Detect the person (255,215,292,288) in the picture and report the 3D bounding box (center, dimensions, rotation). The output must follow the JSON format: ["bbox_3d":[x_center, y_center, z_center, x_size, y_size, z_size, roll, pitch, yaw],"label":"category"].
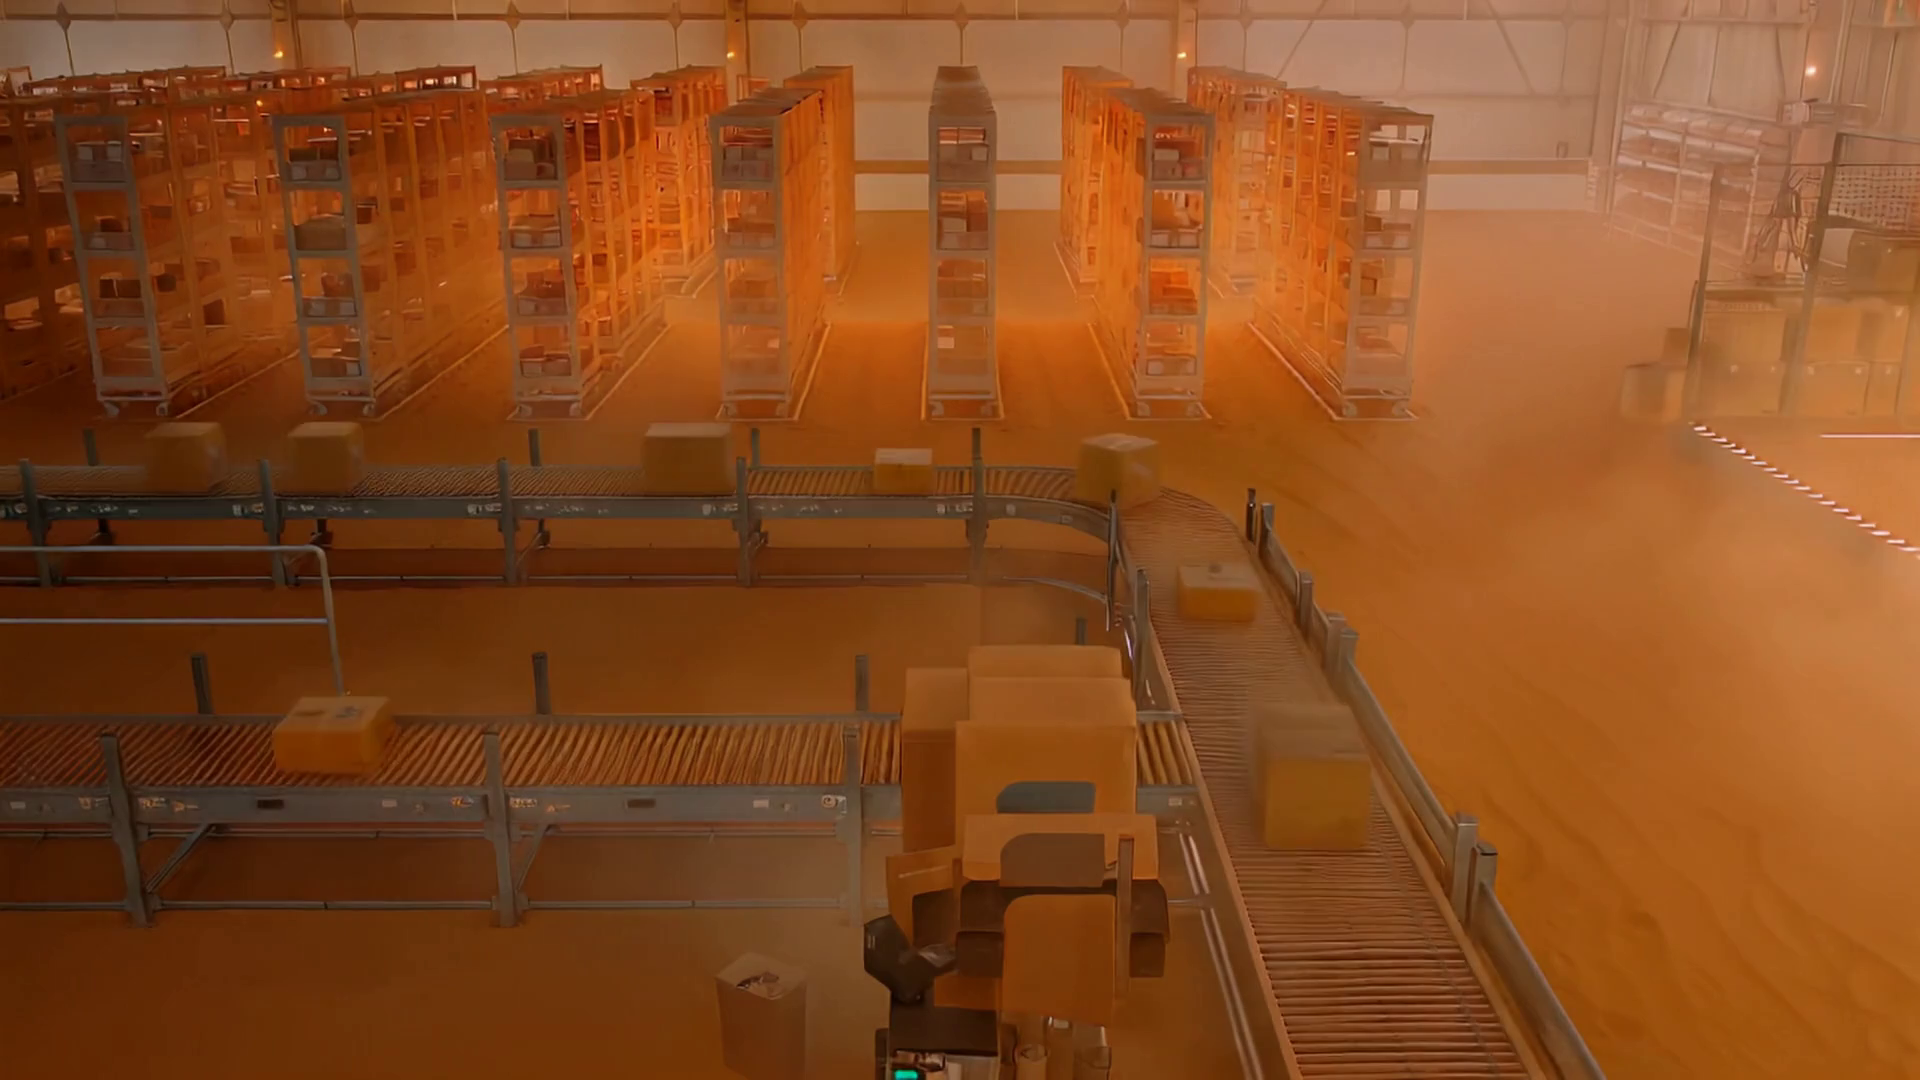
[{"bbox_3d":[-10.665,-4.420,26.031,0.390,1.991,0.625,13,22,35],"label":"person"}]

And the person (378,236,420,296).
[{"bbox_3d":[-9.383,-4.836,27.664,0.960,1.775,0.614,3,18,10],"label":"person"}]
